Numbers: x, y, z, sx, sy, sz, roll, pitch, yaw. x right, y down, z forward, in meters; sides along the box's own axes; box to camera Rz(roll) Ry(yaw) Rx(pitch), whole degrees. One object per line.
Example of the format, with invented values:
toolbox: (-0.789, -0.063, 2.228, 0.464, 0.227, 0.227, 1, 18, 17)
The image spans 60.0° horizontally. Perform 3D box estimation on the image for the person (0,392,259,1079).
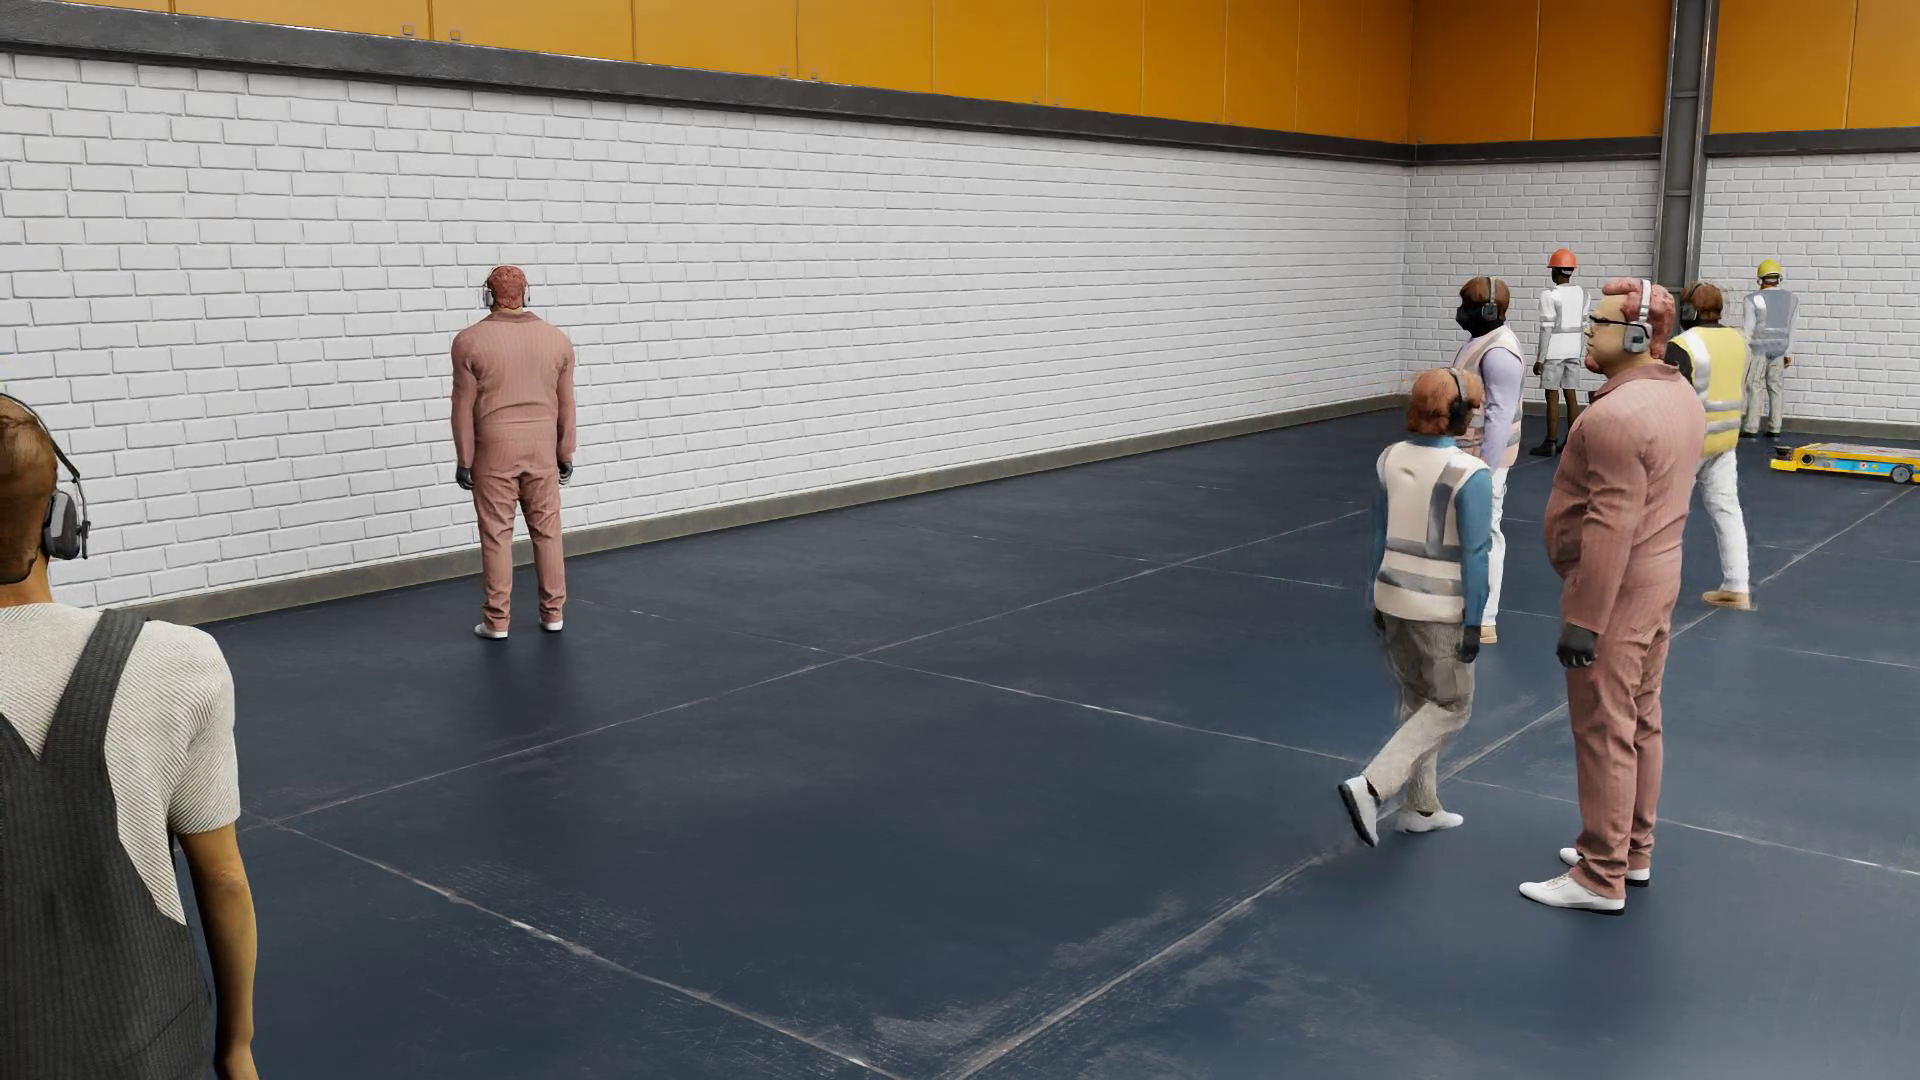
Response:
person: (-1.180, 0.724, 2.178, 0.504, 1.839, 0.344, -8, 13, -38)

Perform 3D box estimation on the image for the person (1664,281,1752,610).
person: (4.081, -0.542, 9.329, 0.657, 1.787, 0.971, -5, 11, -25)

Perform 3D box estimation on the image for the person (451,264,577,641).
person: (-2.276, -0.443, 8.486, 0.638, 1.900, 0.404, -7, 13, -36)

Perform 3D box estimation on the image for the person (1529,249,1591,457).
person: (5.596, -1.740, 15.554, 0.542, 1.939, 0.369, -4, 11, -22)

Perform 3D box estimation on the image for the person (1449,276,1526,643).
person: (2.593, -0.400, 8.398, 0.429, 1.846, 0.627, 1, 10, 3)

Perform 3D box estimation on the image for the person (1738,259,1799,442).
person: (8.093, -1.899, 16.739, 0.598, 1.827, 0.403, -2, 10, -8)

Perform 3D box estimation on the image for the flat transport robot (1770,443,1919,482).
flat transport robot: (7.815, -0.671, 14.252, 1.431, 0.197, 0.652, 10, 14, 43)

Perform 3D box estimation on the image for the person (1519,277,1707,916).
person: (1.972, 0.170, 5.046, 0.408, 1.911, 0.651, 8, 13, 38)

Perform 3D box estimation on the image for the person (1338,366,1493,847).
person: (1.495, 0.239, 5.494, 0.578, 1.620, 0.521, -5, 11, -26)
